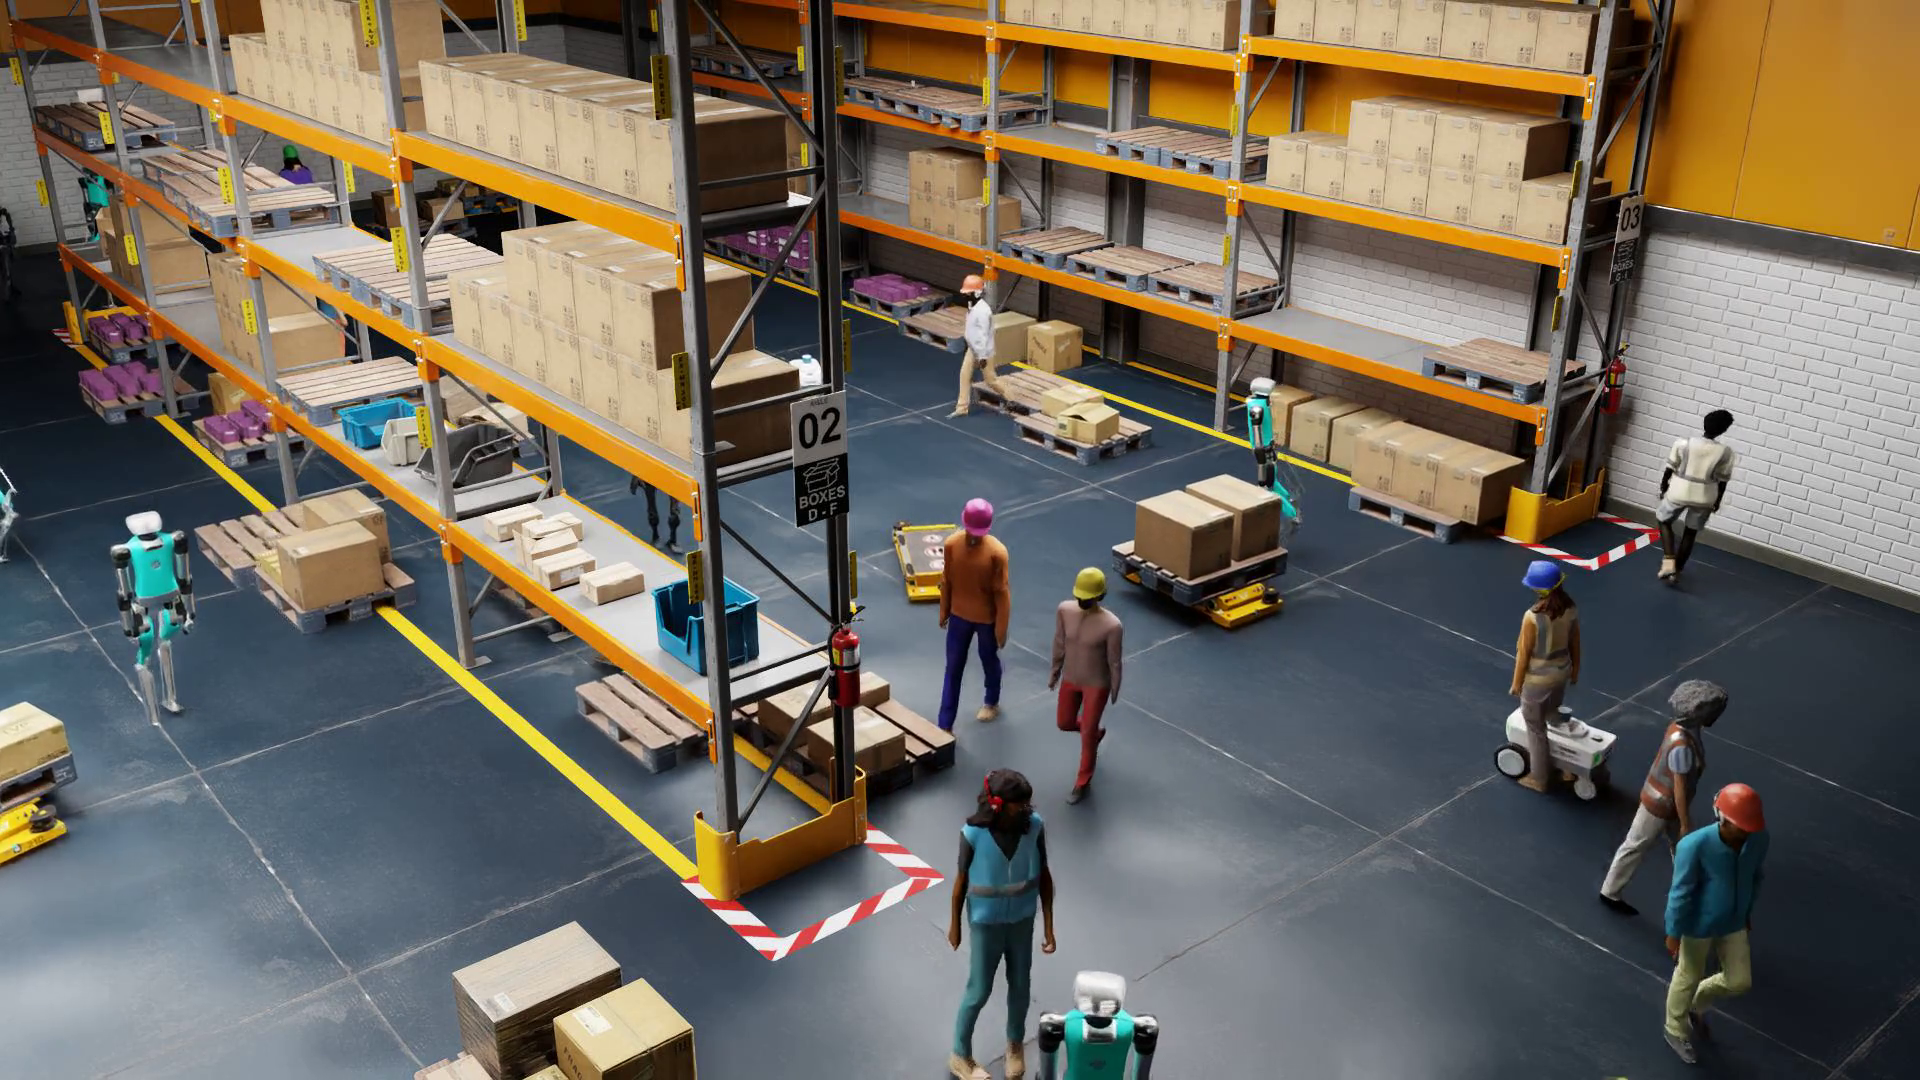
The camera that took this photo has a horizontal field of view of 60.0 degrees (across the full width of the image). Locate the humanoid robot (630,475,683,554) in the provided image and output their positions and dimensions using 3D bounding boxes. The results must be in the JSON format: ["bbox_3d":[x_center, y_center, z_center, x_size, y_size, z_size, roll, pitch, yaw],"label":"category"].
[{"bbox_3d":[-2.798,-0.666,15.415,0.583,1.642,0.391,-12,26,-26],"label":"humanoid robot"}]

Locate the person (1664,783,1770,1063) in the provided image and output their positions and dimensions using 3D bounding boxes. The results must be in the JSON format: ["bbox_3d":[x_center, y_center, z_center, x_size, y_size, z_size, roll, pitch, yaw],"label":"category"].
[{"bbox_3d":[4.089,2.067,8.999,0.591,1.734,0.389,-6,24,-14],"label":"person"}]

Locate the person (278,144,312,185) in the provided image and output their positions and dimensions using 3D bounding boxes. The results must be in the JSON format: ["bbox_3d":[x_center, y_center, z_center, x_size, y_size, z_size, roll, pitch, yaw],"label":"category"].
[{"bbox_3d":[-10.007,-5.012,25.168,0.539,1.914,0.631,-19,30,-37],"label":"person"}]

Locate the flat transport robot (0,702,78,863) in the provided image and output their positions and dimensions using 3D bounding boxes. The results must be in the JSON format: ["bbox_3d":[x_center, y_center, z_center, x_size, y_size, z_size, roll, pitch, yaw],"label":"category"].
[{"bbox_3d":[-6.811,1.852,11.356,1.431,0.231,0.659,16,28,32],"label":"flat transport robot"}]

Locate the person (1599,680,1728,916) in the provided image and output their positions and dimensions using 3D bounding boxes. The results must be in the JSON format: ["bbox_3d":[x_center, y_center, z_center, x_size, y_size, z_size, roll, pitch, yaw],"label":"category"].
[{"bbox_3d":[4.404,1.632,10.101,0.839,1.642,0.476,15,27,30],"label":"person"}]

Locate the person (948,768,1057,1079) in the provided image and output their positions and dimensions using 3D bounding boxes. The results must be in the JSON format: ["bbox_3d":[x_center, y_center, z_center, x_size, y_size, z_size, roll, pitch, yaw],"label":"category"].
[{"bbox_3d":[0.210,2.060,8.881,0.559,1.851,0.493,-9,25,-19],"label":"person"}]

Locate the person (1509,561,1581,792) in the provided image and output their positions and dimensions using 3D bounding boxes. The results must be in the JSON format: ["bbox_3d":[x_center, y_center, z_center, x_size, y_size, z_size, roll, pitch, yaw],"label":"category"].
[{"bbox_3d":[4.067,0.954,11.567,0.509,1.745,0.428,-11,26,-24],"label":"person"}]

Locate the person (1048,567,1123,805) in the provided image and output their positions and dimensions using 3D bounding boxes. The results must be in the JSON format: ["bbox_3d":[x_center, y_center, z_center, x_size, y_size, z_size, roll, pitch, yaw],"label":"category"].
[{"bbox_3d":[0.906,0.950,11.564,0.529,1.748,0.571,16,28,33],"label":"person"}]

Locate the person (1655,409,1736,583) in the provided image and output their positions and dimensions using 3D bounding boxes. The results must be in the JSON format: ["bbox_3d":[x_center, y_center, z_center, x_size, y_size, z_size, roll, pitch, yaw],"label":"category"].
[{"bbox_3d":[6.478,-0.364,14.715,0.571,1.670,0.446,9,25,21],"label":"person"}]

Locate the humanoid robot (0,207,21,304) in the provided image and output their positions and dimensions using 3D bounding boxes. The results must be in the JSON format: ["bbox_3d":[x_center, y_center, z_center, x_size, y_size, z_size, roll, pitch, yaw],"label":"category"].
[{"bbox_3d":[-13.667,-4.175,23.584,0.590,1.621,0.783,-1,23,-3],"label":"humanoid robot"}]

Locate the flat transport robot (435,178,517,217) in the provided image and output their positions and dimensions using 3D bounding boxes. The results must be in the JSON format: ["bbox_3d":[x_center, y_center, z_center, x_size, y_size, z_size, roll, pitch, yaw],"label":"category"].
[{"bbox_3d":[-8.538,-5.804,29.083,1.431,0.231,0.659,-18,29,-36],"label":"flat transport robot"}]

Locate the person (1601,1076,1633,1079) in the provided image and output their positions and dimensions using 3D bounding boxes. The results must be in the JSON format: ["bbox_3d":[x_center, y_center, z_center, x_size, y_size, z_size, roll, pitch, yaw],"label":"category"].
[{"bbox_3d":[2.617,2.983,6.794,1.015,1.825,0.537,9,25,21],"label":"person"}]

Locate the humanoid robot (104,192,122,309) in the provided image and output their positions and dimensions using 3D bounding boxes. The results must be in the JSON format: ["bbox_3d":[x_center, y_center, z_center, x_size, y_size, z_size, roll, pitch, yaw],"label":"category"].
[{"bbox_3d":[-11.596,-3.919,22.923,1.044,1.763,0.540,-8,25,-17],"label":"humanoid robot"}]

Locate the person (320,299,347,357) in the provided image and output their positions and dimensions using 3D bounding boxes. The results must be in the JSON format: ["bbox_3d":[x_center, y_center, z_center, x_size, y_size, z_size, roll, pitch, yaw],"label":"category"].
[{"bbox_3d":[-7.564,-2.756,20.141,0.326,1.761,0.490,-11,26,-23],"label":"person"}]

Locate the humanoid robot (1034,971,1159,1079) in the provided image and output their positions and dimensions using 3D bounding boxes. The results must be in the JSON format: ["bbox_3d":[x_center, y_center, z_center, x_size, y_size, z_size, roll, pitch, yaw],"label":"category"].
[{"bbox_3d":[0.598,2.622,7.741,0.530,1.789,0.754,0,23,1],"label":"humanoid robot"}]

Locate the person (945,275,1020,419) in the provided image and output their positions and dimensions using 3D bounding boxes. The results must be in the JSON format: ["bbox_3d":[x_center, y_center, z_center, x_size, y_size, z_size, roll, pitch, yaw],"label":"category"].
[{"bbox_3d":[0.287,-2.197,18.918,0.838,1.703,0.563,-8,25,-18],"label":"person"}]

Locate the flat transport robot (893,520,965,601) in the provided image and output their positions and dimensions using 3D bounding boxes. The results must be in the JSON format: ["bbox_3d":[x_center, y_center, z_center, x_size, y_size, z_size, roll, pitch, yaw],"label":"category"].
[{"bbox_3d":[-0.221,0.173,15.243,0.659,0.231,1.431,-3,24,-7],"label":"flat transport robot"}]

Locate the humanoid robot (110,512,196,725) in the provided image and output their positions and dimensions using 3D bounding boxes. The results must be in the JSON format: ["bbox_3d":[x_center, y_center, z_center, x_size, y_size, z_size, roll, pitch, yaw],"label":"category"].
[{"bbox_3d":[-6.076,0.572,12.520,0.540,1.795,0.800,-20,30,-38],"label":"humanoid robot"}]

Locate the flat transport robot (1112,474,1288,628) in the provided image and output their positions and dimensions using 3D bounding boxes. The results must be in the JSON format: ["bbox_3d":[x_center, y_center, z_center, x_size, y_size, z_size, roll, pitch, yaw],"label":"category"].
[{"bbox_3d":[2.119,0.376,14.772,0.659,0.231,1.431,-16,28,-33],"label":"flat transport robot"}]

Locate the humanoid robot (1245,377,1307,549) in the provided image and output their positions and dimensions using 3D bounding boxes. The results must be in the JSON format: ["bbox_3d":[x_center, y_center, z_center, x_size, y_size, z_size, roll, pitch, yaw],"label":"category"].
[{"bbox_3d":[2.949,-0.593,15.208,0.766,1.804,0.536,6,24,14],"label":"humanoid robot"}]

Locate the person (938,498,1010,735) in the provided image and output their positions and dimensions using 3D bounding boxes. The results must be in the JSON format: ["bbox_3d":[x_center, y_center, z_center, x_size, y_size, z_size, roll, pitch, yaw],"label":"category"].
[{"bbox_3d":[0.092,0.571,12.237,0.588,1.921,0.922,9,25,20],"label":"person"}]

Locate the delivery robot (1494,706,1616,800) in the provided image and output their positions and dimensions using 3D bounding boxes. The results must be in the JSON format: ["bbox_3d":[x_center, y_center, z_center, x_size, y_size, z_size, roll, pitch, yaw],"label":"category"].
[{"bbox_3d":[4.272,1.460,11.871,0.746,0.570,0.499,19,30,37],"label":"delivery robot"}]

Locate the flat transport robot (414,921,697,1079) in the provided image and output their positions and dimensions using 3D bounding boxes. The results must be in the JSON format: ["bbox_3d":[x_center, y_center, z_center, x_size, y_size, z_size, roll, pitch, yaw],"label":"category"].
[{"bbox_3d":[-2.079,3.096,8.474,1.431,0.231,0.659,-18,29,-36],"label":"flat transport robot"}]

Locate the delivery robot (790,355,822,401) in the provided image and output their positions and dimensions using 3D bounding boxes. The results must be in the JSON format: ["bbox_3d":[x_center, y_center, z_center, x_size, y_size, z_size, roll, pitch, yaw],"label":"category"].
[{"bbox_3d":[-1.796,-1.881,19.629,0.499,0.587,0.782,-5,24,-11],"label":"delivery robot"}]

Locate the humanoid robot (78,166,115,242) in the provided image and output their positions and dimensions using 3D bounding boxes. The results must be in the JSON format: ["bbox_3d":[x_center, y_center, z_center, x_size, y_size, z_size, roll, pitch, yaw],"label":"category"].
[{"bbox_3d":[-12.639,-4.534,24.352,0.545,1.838,0.669,4,24,9],"label":"humanoid robot"}]

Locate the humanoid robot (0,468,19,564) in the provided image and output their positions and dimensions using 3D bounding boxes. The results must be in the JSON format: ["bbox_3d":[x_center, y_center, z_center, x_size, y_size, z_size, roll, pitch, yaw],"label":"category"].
[{"bbox_3d":[-8.923,-0.534,15.152,0.761,1.864,0.555,13,27,28],"label":"humanoid robot"}]
